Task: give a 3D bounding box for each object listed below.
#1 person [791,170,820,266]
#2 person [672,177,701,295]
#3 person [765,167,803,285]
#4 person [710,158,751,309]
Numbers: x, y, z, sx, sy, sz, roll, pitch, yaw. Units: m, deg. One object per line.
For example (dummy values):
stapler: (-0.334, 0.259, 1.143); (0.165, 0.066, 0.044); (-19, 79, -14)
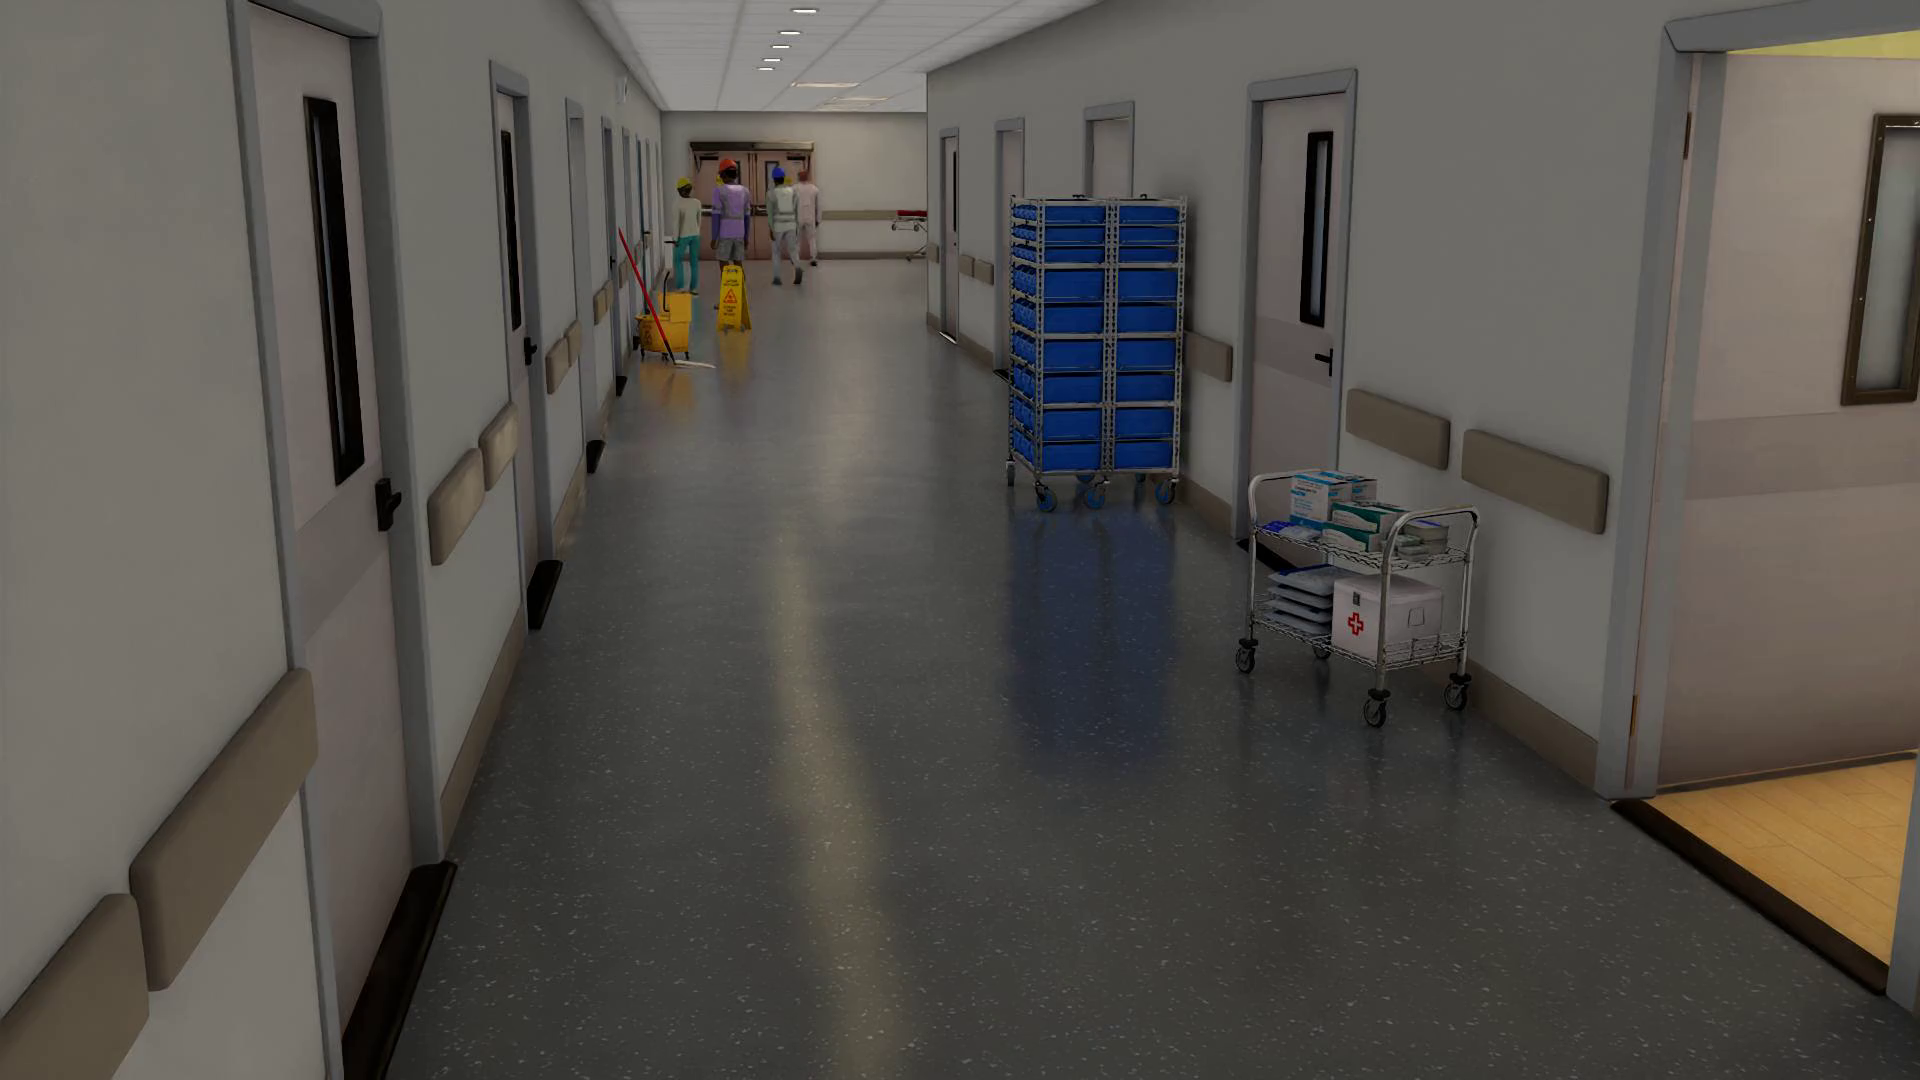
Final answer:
person: (-3.054, -6.310, 32.617); (0.659, 1.853, 1.012); (-4, 13, -16)
person: (-4.132, -4.579, 25.123); (0.544, 1.761, 0.399); (-10, 16, -39)
person: (-2.846, -5.092, 27.045); (0.606, 1.917, 0.826); (-6, 14, -24)
person: (-3.131, -4.148, 22.611); (0.613, 2.029, 0.407); (-12, 17, -43)
